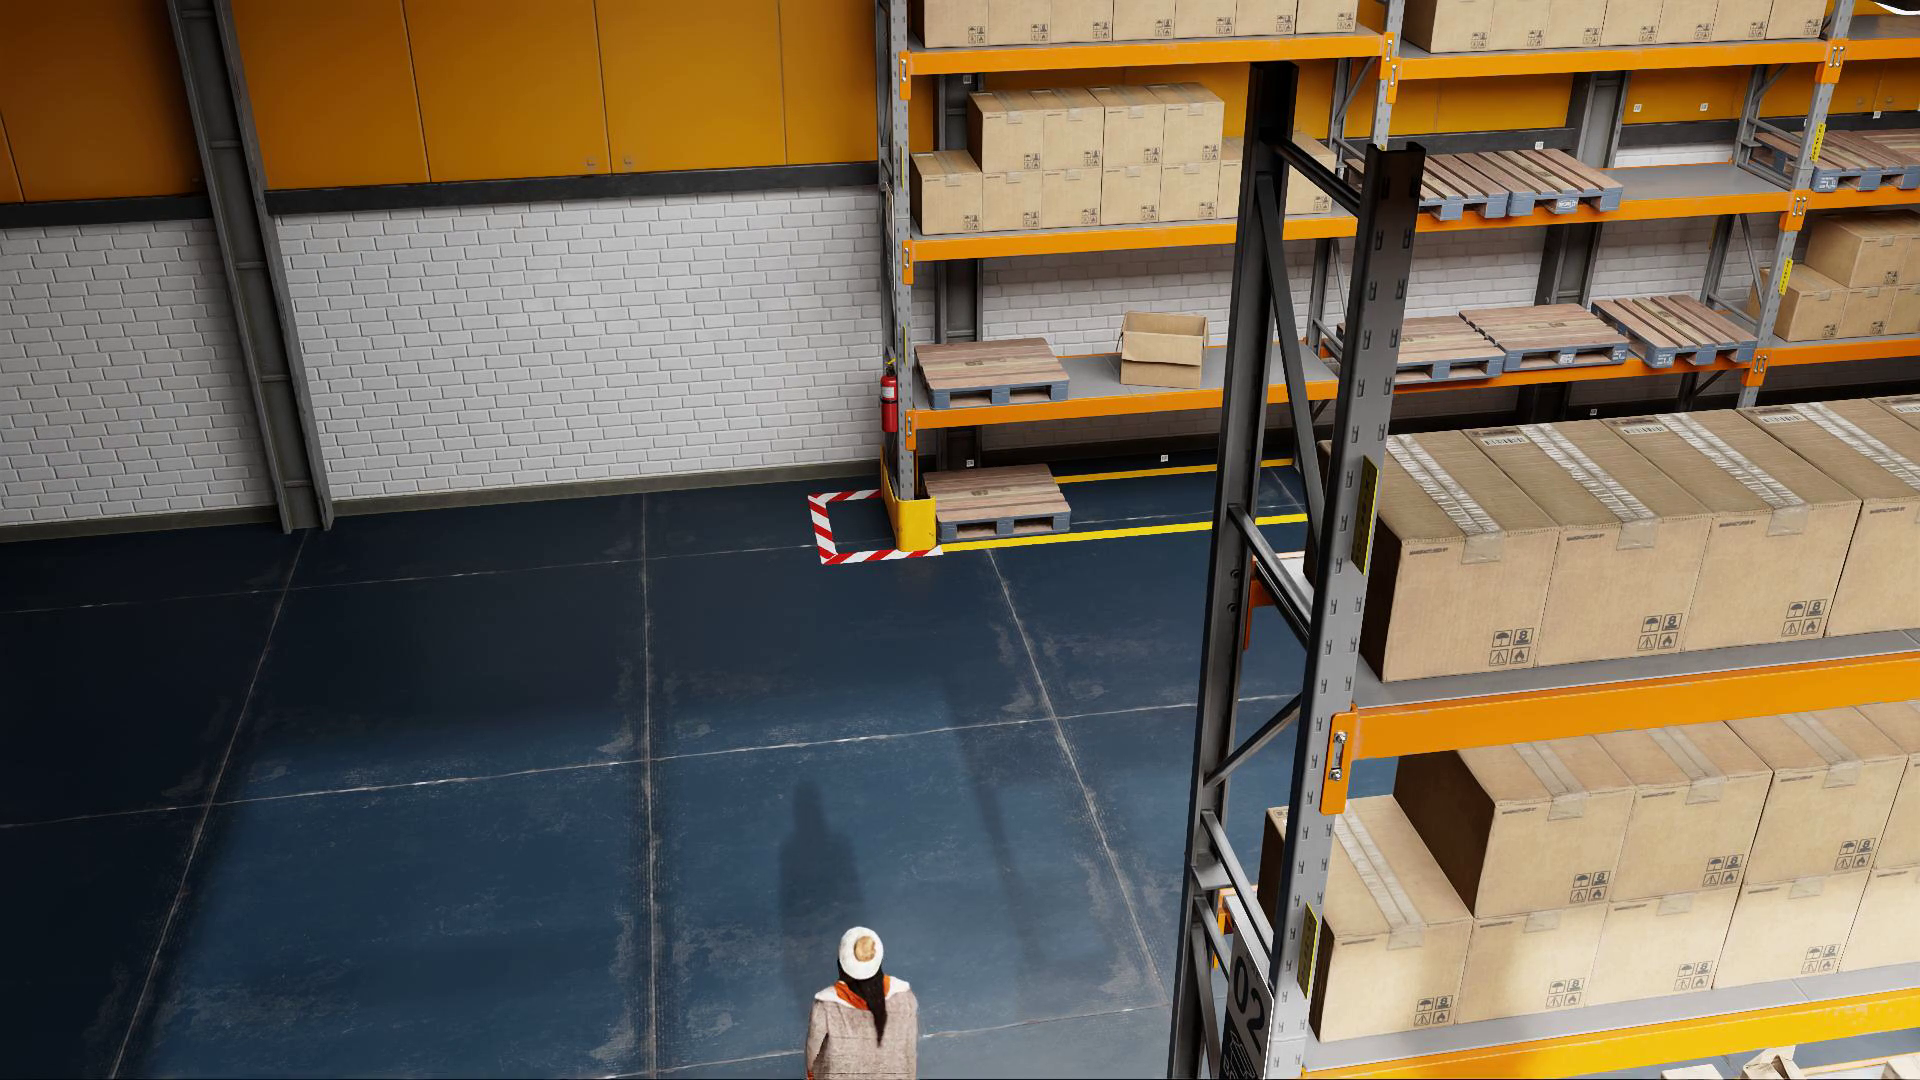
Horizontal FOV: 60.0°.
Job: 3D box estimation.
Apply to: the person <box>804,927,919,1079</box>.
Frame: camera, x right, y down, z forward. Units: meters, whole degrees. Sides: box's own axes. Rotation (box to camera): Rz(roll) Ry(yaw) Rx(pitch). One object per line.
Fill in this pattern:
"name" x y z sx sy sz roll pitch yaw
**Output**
"person" -0.467 2.677 8.017 1.112 1.860 0.867 -9 30 -17
